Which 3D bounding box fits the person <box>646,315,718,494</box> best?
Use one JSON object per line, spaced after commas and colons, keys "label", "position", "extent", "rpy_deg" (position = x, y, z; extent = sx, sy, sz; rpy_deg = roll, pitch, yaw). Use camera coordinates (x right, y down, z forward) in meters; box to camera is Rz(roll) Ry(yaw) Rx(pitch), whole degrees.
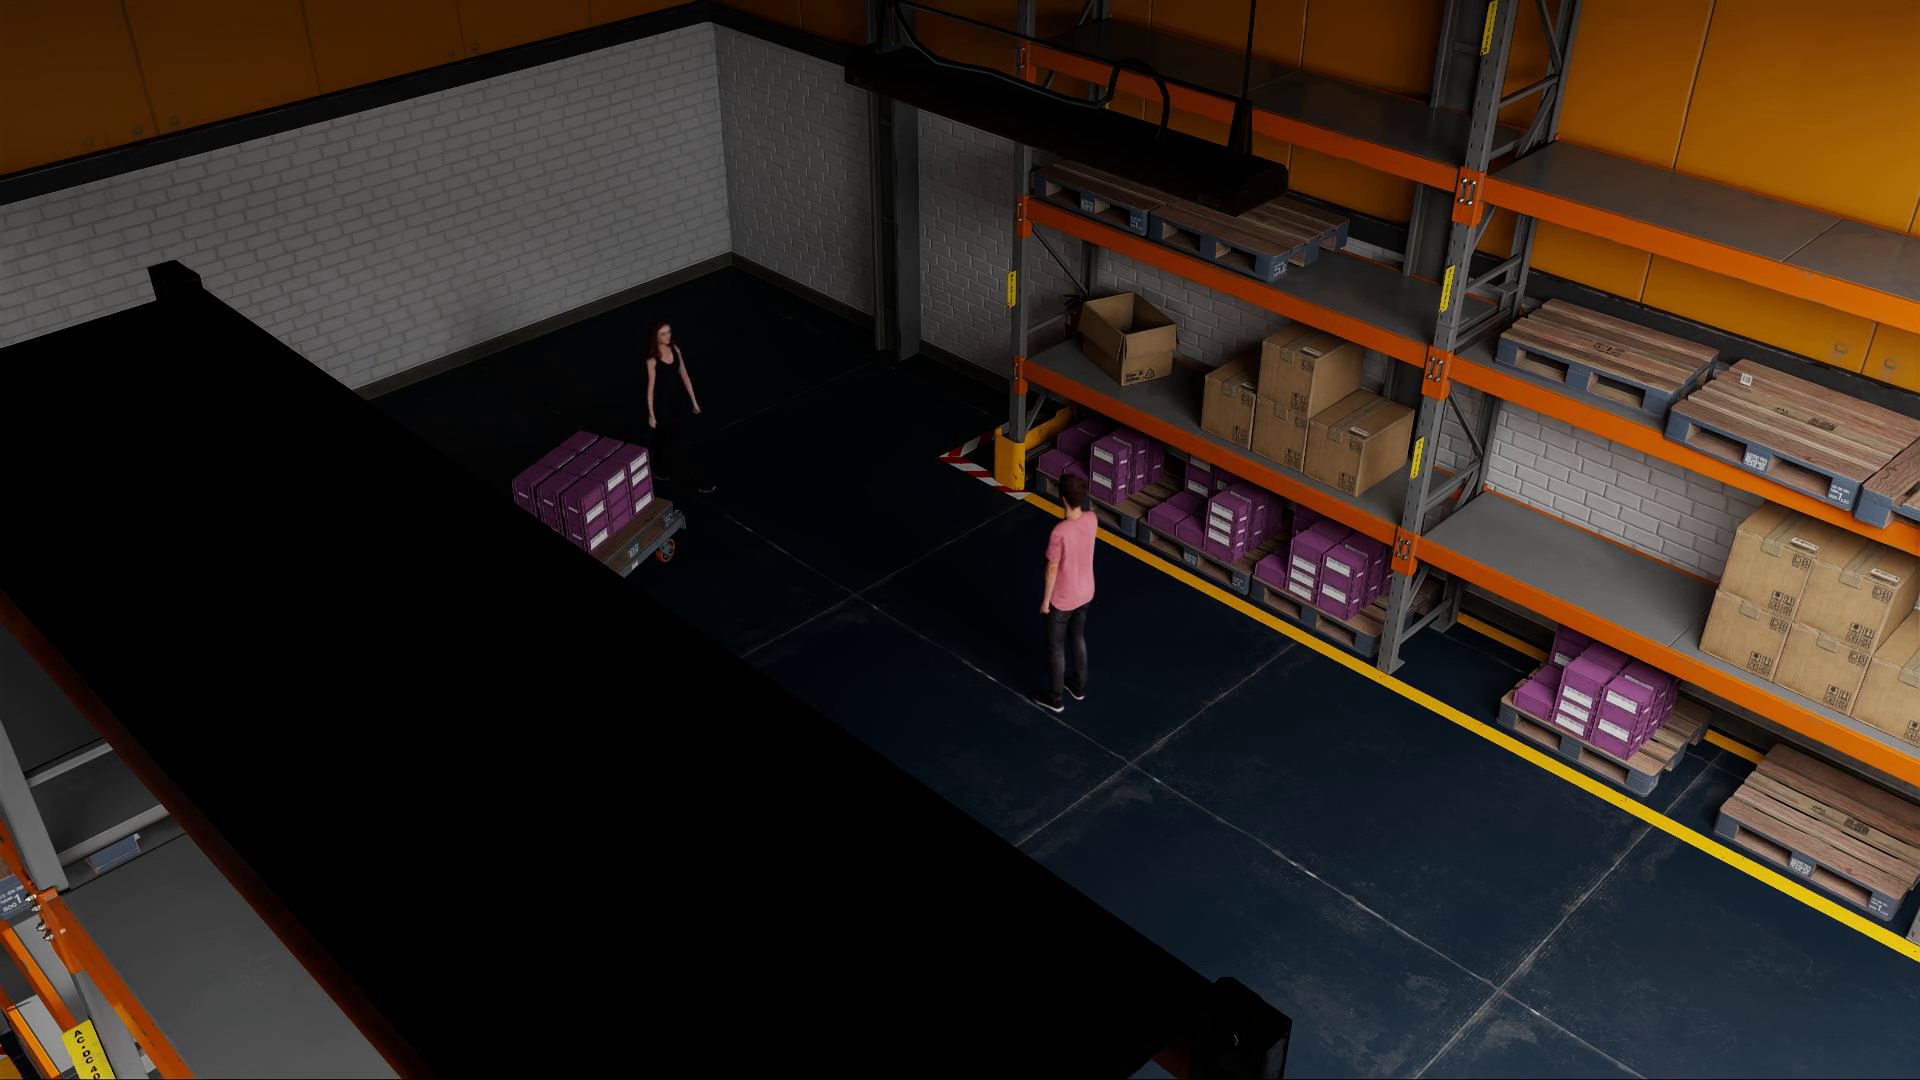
{"label": "person", "position": [-2.703, -1.234, 14.922], "extent": [1.138, 1.696, 0.799], "rpy_deg": [17, 37, 24]}

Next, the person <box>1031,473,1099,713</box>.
{"label": "person", "position": [0.812, 0.397, 12.233], "extent": [0.620, 1.957, 0.544], "rpy_deg": [-29, 43, -36]}
